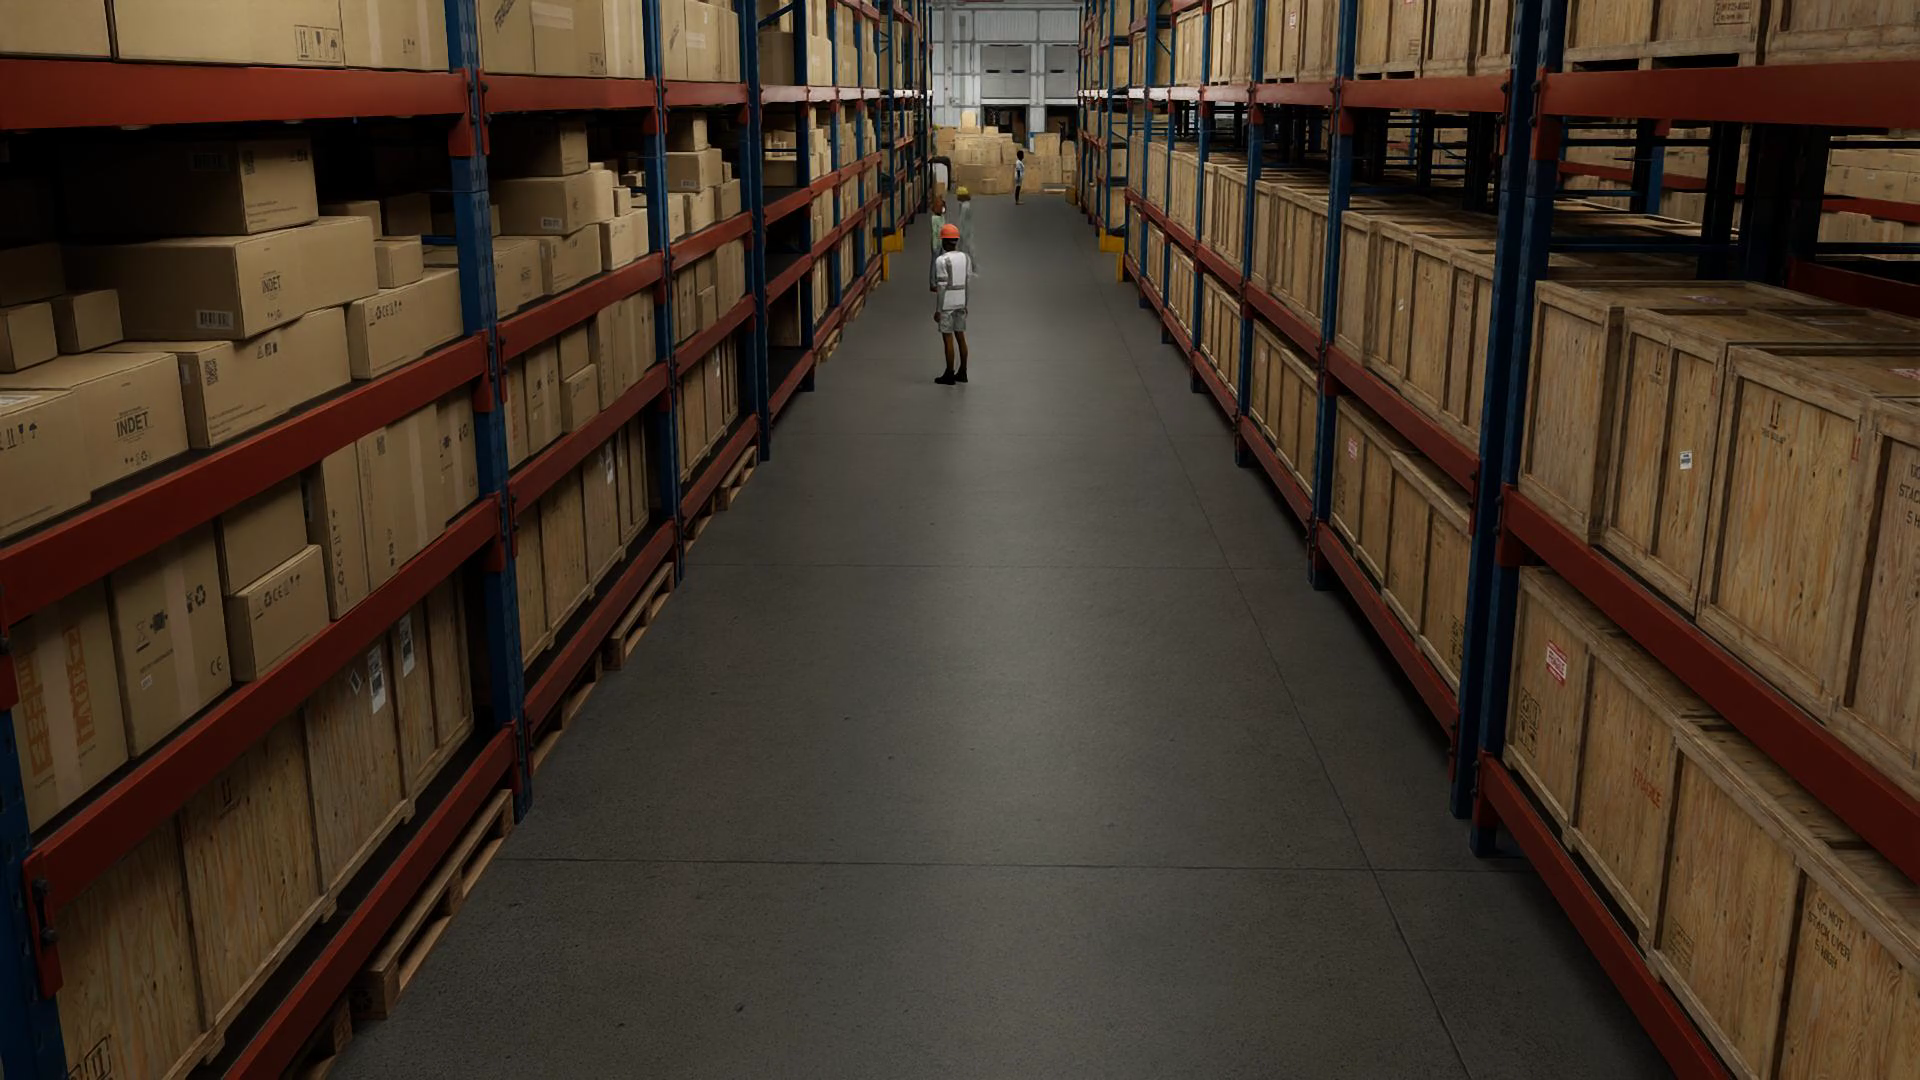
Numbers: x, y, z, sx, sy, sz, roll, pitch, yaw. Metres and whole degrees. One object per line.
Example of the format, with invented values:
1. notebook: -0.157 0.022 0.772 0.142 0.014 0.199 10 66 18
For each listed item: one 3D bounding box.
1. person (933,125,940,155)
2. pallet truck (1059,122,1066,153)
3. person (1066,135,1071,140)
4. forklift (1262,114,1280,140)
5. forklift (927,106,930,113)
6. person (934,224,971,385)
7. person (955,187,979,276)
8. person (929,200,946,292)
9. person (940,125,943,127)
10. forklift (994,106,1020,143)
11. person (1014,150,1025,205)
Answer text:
1. person: -1.108 -19.873 83.579 0.708 1.910 0.626 9 17 30
2. pallet truck: 5.788 -21.111 88.014 1.885 1.965 0.823 5 16 18
3. person: 4.865 -17.351 74.663 0.537 1.668 0.799 -4 16 -14
4. forklift: 11.004 -13.785 59.083 1.129 2.768 1.873 0 15 2
5. forklift: -1.999 -20.667 84.686 1.129 2.768 1.873 0 15 2
6. person: -0.123 -2.860 20.223 0.373 1.934 0.551 14 20 41
7. person: 0.007 -5.946 32.127 0.793 1.707 0.498 0 15 1
8. person: -0.386 -5.248 29.682 0.268 1.632 0.507 5 16 20
9. person: -0.971 -20.774 87.030 0.684 1.865 1.016 -12 19 -39
10. forklift: 2.198 -20.346 83.492 1.129 2.768 1.873 -7 17 -24
11. person: 1.894 -11.529 52.930 0.321 1.697 0.535 3 15 10
